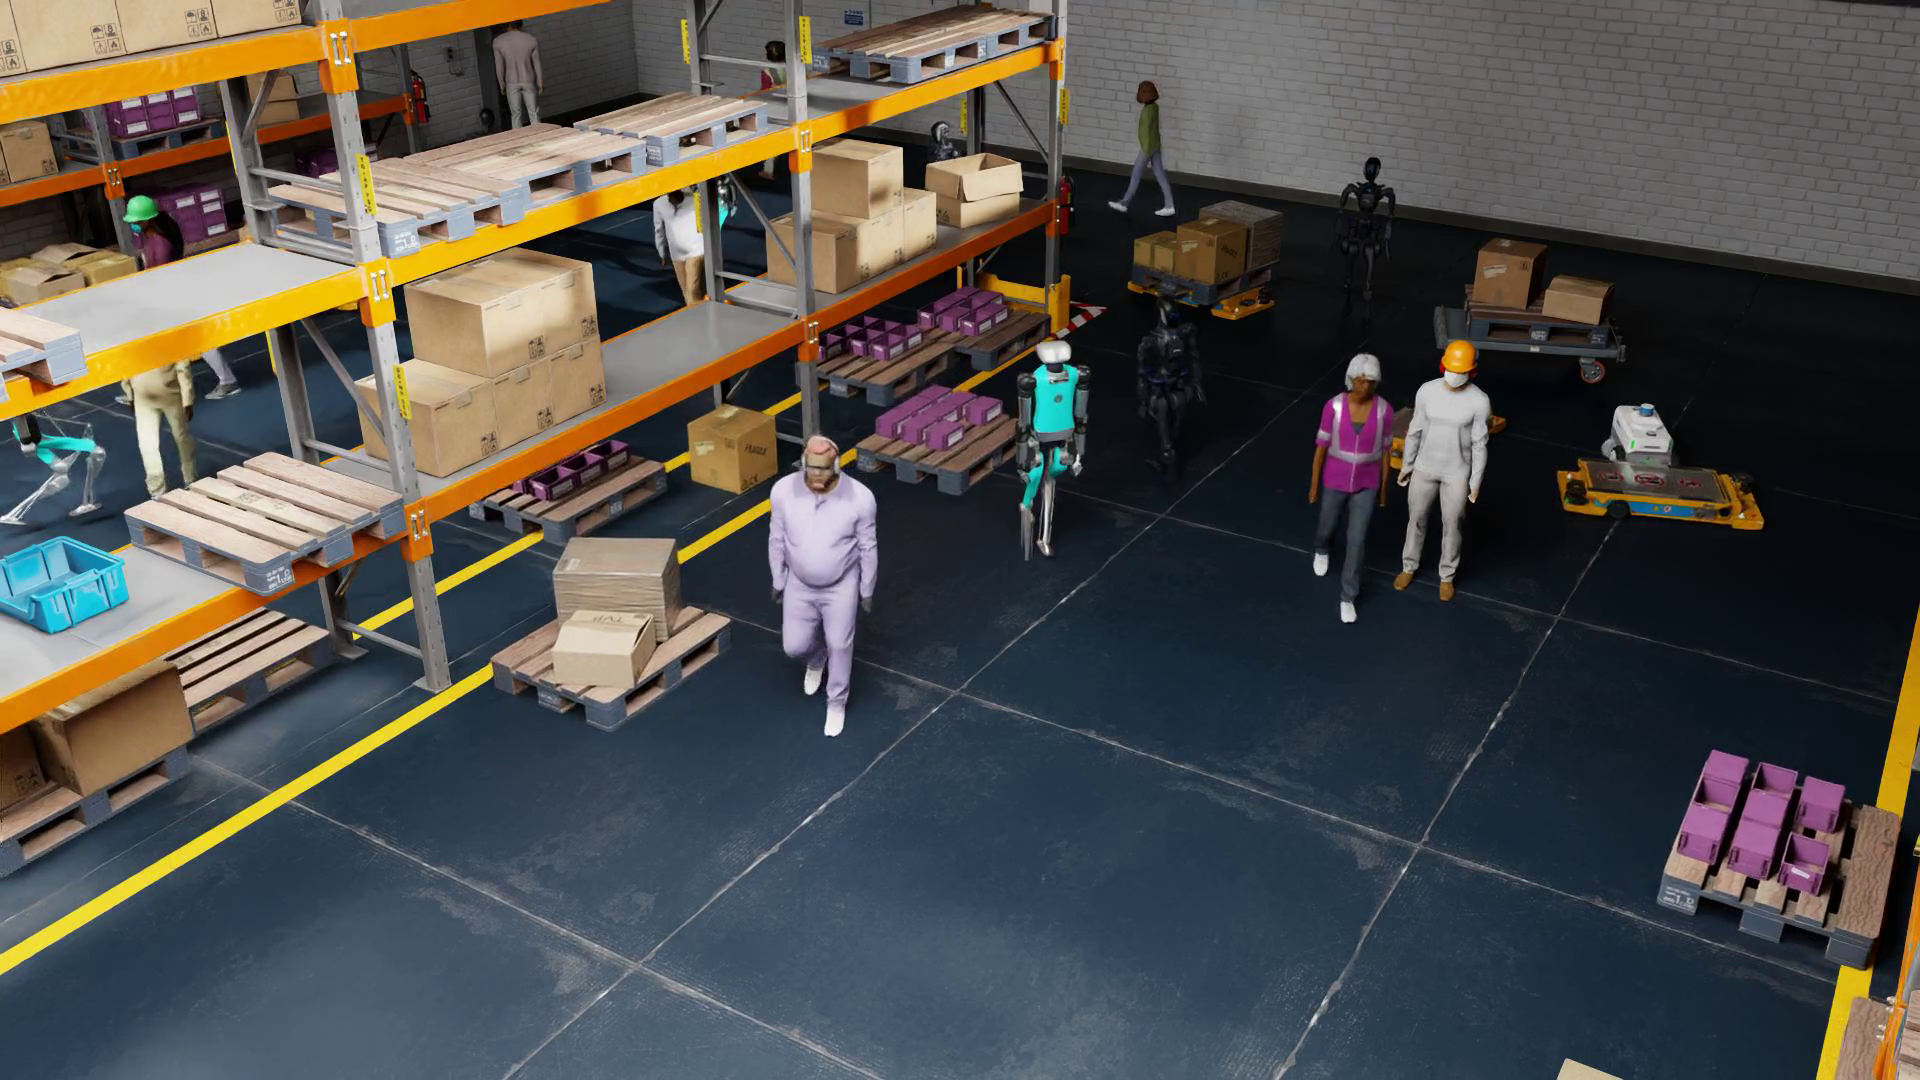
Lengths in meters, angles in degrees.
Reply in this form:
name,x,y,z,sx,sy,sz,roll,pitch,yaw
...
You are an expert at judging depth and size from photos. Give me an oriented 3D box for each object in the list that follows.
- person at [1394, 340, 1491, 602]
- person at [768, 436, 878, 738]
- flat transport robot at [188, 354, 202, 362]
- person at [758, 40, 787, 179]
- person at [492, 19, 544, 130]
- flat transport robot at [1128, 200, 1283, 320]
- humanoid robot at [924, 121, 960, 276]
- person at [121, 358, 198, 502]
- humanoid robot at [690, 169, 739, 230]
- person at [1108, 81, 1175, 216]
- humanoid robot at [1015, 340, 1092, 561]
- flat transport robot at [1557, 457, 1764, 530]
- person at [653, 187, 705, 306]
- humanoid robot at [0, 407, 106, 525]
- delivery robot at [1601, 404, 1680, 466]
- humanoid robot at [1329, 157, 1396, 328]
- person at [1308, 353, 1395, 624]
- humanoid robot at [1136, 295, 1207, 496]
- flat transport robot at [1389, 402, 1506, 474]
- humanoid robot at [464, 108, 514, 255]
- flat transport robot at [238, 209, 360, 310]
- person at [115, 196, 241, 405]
name,x,y,z,sx,sy,sz,roll,pitch,yaw
person,3.290,-0.479,11.360,0.570,1.889,0.389,14,30,26
person,-0.810,0.248,9.908,0.661,1.894,0.498,3,27,6
flat transport robot,-7.888,-1.720,15.587,1.431,0.231,0.659,-20,33,-34
person,-2.297,-5.491,21.319,0.642,1.807,0.792,-24,36,-39
person,-5.943,-6.178,22.528,0.629,1.940,0.371,-6,28,-12
flat transport robot,2.504,-2.601,17.323,0.659,0.231,1.431,-24,35,-38
humanoid robot,-0.104,-3.702,17.950,0.468,1.643,0.610,-22,34,-37
person,-6.112,-1.042,12.623,0.574,1.724,0.761,-2,27,-4
humanoid robot,-2.635,-3.559,17.573,0.548,1.736,0.973,3,27,6
person,2.245,-4.697,19.976,0.841,1.587,0.519,12,29,23
humanoid robot,0.582,-0.604,11.871,0.540,1.870,0.771,-7,28,-14
flat transport robot,5.418,-0.360,12.907,1.431,0.231,0.659,6,28,12
person,-2.689,-2.762,16.055,0.572,1.704,0.812,8,28,15
humanoid robot,-6.791,-0.872,12.297,1.012,1.733,0.548,-18,32,-31
delivery robot,5.506,-0.809,13.466,0.524,0.587,0.745,4,27,8
humanoid robot,4.002,-2.992,16.556,0.609,1.636,0.606,7,28,13
person,2.654,-0.422,11.324,0.521,1.813,0.842,6,28,12
humanoid robot,1.607,-1.183,13.037,0.644,1.642,0.615,-9,28,-17
flat transport robot,3.958,-0.901,13.973,0.659,0.231,1.431,23,35,38
humanoid robot,-5.197,-3.945,18.416,0.609,1.648,0.342,-6,28,-12
flat transport robot,-6.847,-2.592,17.305,1.431,0.231,0.659,2,27,3
person,-6.937,-2.068,14.480,1.024,1.886,0.501,-18,32,-32
